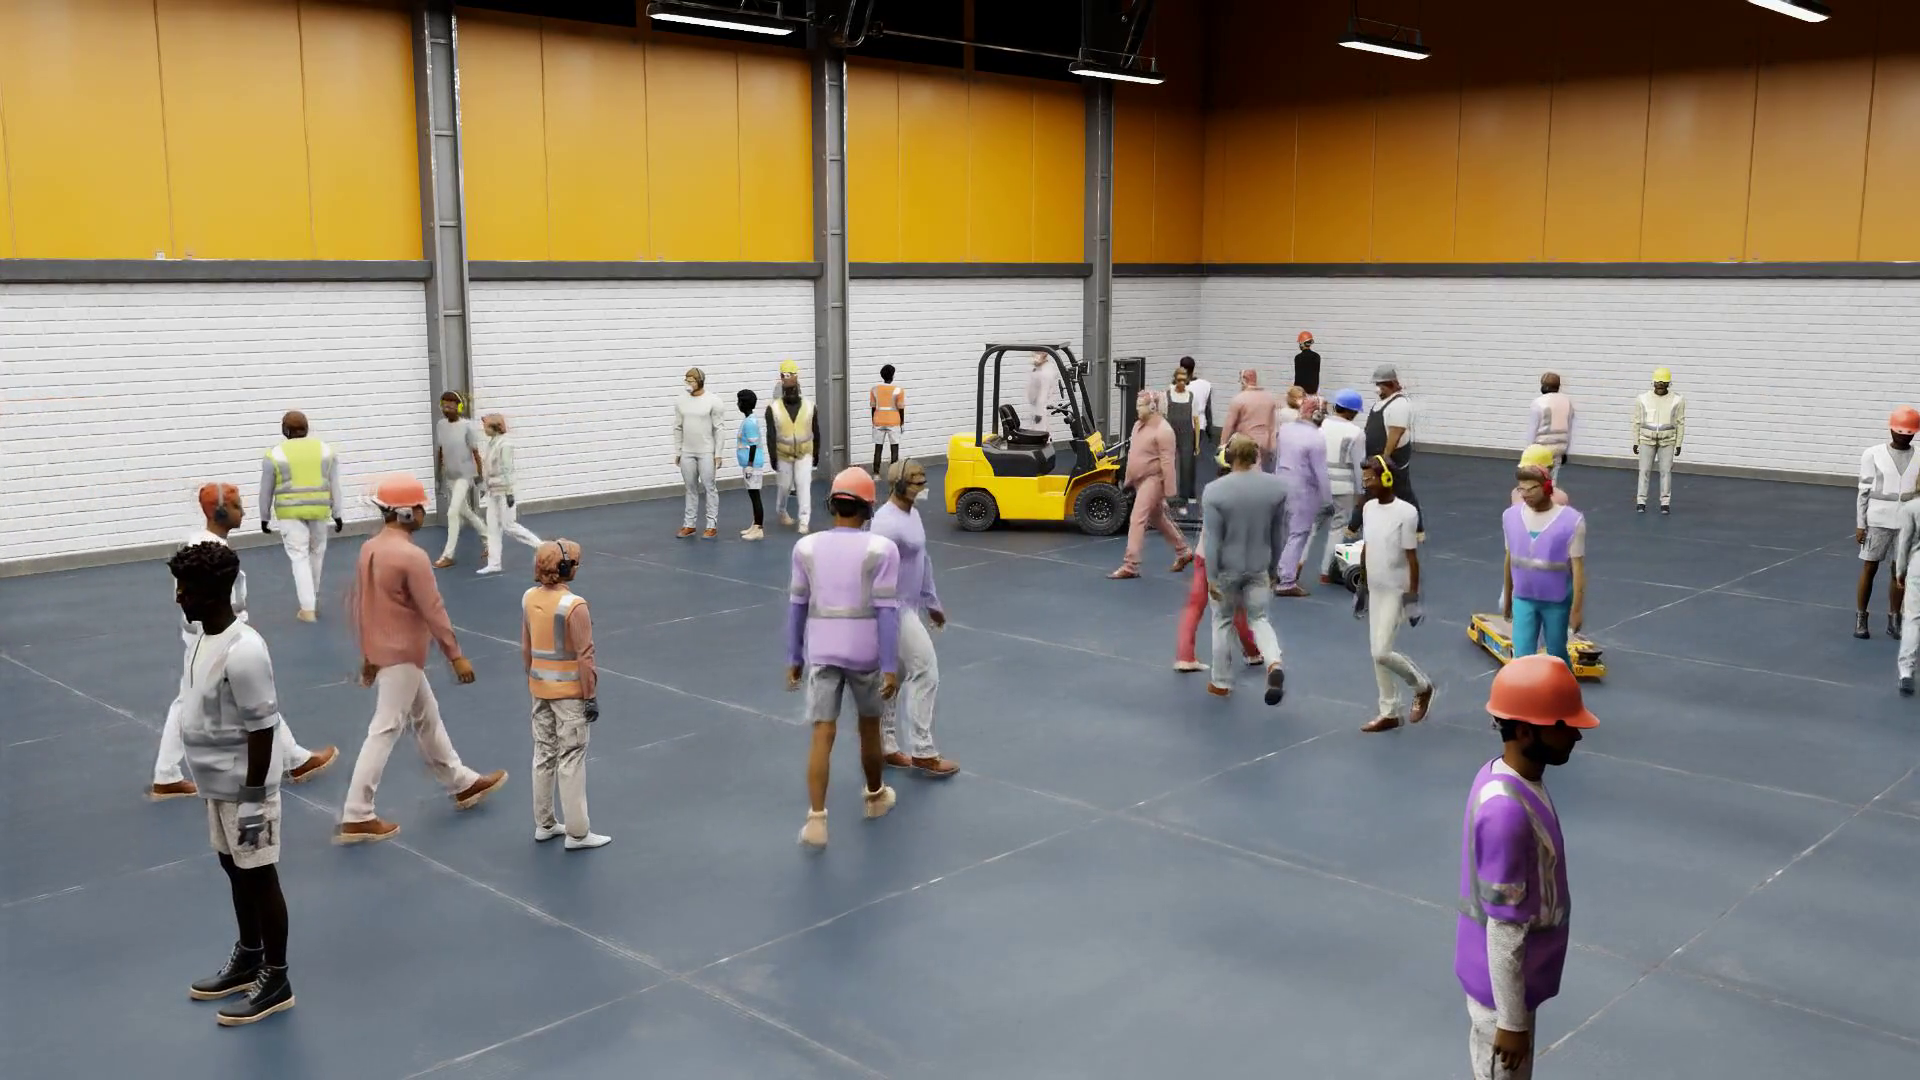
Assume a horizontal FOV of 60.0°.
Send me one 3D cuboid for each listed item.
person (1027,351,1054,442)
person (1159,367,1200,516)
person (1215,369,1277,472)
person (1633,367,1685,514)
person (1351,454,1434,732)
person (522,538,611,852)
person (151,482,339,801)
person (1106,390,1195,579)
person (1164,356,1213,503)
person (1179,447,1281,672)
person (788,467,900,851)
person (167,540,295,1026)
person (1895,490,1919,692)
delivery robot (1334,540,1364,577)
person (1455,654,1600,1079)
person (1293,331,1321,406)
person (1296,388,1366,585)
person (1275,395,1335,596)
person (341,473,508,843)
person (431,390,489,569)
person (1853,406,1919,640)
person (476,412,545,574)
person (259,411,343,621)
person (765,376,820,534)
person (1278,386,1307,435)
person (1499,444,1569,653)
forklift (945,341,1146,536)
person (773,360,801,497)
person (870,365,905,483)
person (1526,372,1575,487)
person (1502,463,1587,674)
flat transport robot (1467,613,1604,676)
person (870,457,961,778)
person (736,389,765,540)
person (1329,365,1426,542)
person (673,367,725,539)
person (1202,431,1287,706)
[{"bbox_3d":[1.203,-1.967,25.017,0.405,1.877,0.735,0,9,-1],"label":"person"},{"bbox_3d":[2.688,-1.214,20.495,0.536,1.832,0.514,0,9,-1],"label":"person"},{"bbox_3d":[3.510,-1.127,19.967,0.650,1.850,1.027,-7,12,-37],"label":"person"},{"bbox_3d":[8.660,-1.233,20.644,0.592,1.826,0.403,4,10,25],"label":"person"},{"bbox_3d":[2.831,0.354,10.883,0.477,1.842,0.522,-4,10,-23],"label":"person"},{"bbox_3d":[-2.085,0.807,8.703,0.523,1.639,0.306,7,12,38],"label":"person"},{"bbox_3d":[-4.216,0.572,9.606,1.030,1.819,0.578,-7,12,-37],"label":"person"},{"bbox_3d":[1.917,-0.559,16.420,0.991,1.865,0.628,-3,10,-16],"label":"person"},{"bbox_3d":[2.931,-1.445,21.711,0.637,1.892,0.723,-3,10,-19],"label":"person"},{"bbox_3d":[2.036,0.142,12.519,0.884,1.714,0.516,-3,10,-20],"label":"person"},{"bbox_3d":[-0.629,0.615,8.921,0.631,1.983,0.894,2,10,13],"label":"person"},{"bbox_3d":[-2.939,0.967,6.732,0.370,1.963,0.608,-7,12,-39],"label":"person"},{"bbox_3d":[7.006,0.239,11.974,0.495,1.713,0.837,7,12,37],"label":"person"},{"bbox_3d":[3.930,0.150,15.760,0.707,0.478,0.477,-1,9,-7],"label":"delivery robot"},{"bbox_3d":[1.640,1.281,4.887,0.357,1.937,0.551,3,10,19],"label":"person"},{"bbox_3d":[5.786,-2.506,27.927,0.621,1.992,0.396,-8,12,-39],"label":"person"},{"bbox_3d":[3.540,-0.500,15.923,0.711,1.904,0.504,9,13,44],"label":"person"},{"bbox_3d":[3.166,-0.395,15.349,0.490,1.880,0.671,-3,10,-15],"label":"person"},{"bbox_3d":[-2.946,0.608,8.985,1.041,1.936,0.633,-8,12,-39],"label":"person"},{"bbox_3d":[-5.111,-0.649,17.120,0.562,1.825,0.916,6,11,33],"label":"person"},{"bbox_3d":[7.632,-0.136,13.604,0.542,1.928,0.377,2,10,14],"label":"person"},{"bbox_3d":[-4.519,-0.478,16.652,0.653,1.616,0.534,-7,12,-37],"label":"person"},{"bbox_3d":[-5.802,-0.230,14.572,0.654,1.796,0.933,-7,12,-38],"label":"person"},{"bbox_3d":[-1.940,-1.006,19.321,0.637,1.816,0.775,-2,9,-10],"label":"person"},{"bbox_3d":[4.123,-1.118,20.600,0.524,1.603,0.653,-4,10,-25],"label":"person"},{"bbox_3d":[4.247,0.162,12.327,0.359,1.755,0.525,-6,11,-33],"label":"person"},{"bbox_3d":[0.977,-1.223,19.452,2.313,2.155,1.214,2,9,11],"label":"forklift"},{"bbox_3d":[-2.286,-1.486,22.178,0.404,1.828,0.601,-4,10,-22],"label":"person"},{"bbox_3d":[-1.019,-1.633,23.520,0.521,1.690,0.318,3,10,16],"label":"person"},{"bbox_3d":[6.926,-1.049,19.495,0.638,1.831,0.574,-4,10,-24],"label":"person"},{"bbox_3d":[3.834,0.381,10.869,0.586,1.799,0.876,9,13,43],"label":"person"},{"bbox_3d":[4.456,0.798,12.946,0.652,0.197,1.431,1,9,3],"label":"flat transport robot"},{"bbox_3d":[-0.234,0.463,9.952,0.708,1.921,0.634,1,9,8],"label":"person"},{"bbox_3d":[-2.348,-0.847,18.656,0.319,1.698,0.526,-1,9,-6],"label":"person"},{"bbox_3d":[4.710,-0.980,18.432,1.042,2.000,0.700,-2,9,-9],"label":"person"},{"bbox_3d":[-2.938,-0.976,18.732,0.629,1.937,0.379,4,10,22],"label":"person"},{"bbox_3d":[1.979,0.219,11.479,0.636,1.922,0.774,-2,9,-11],"label":"person"}]
